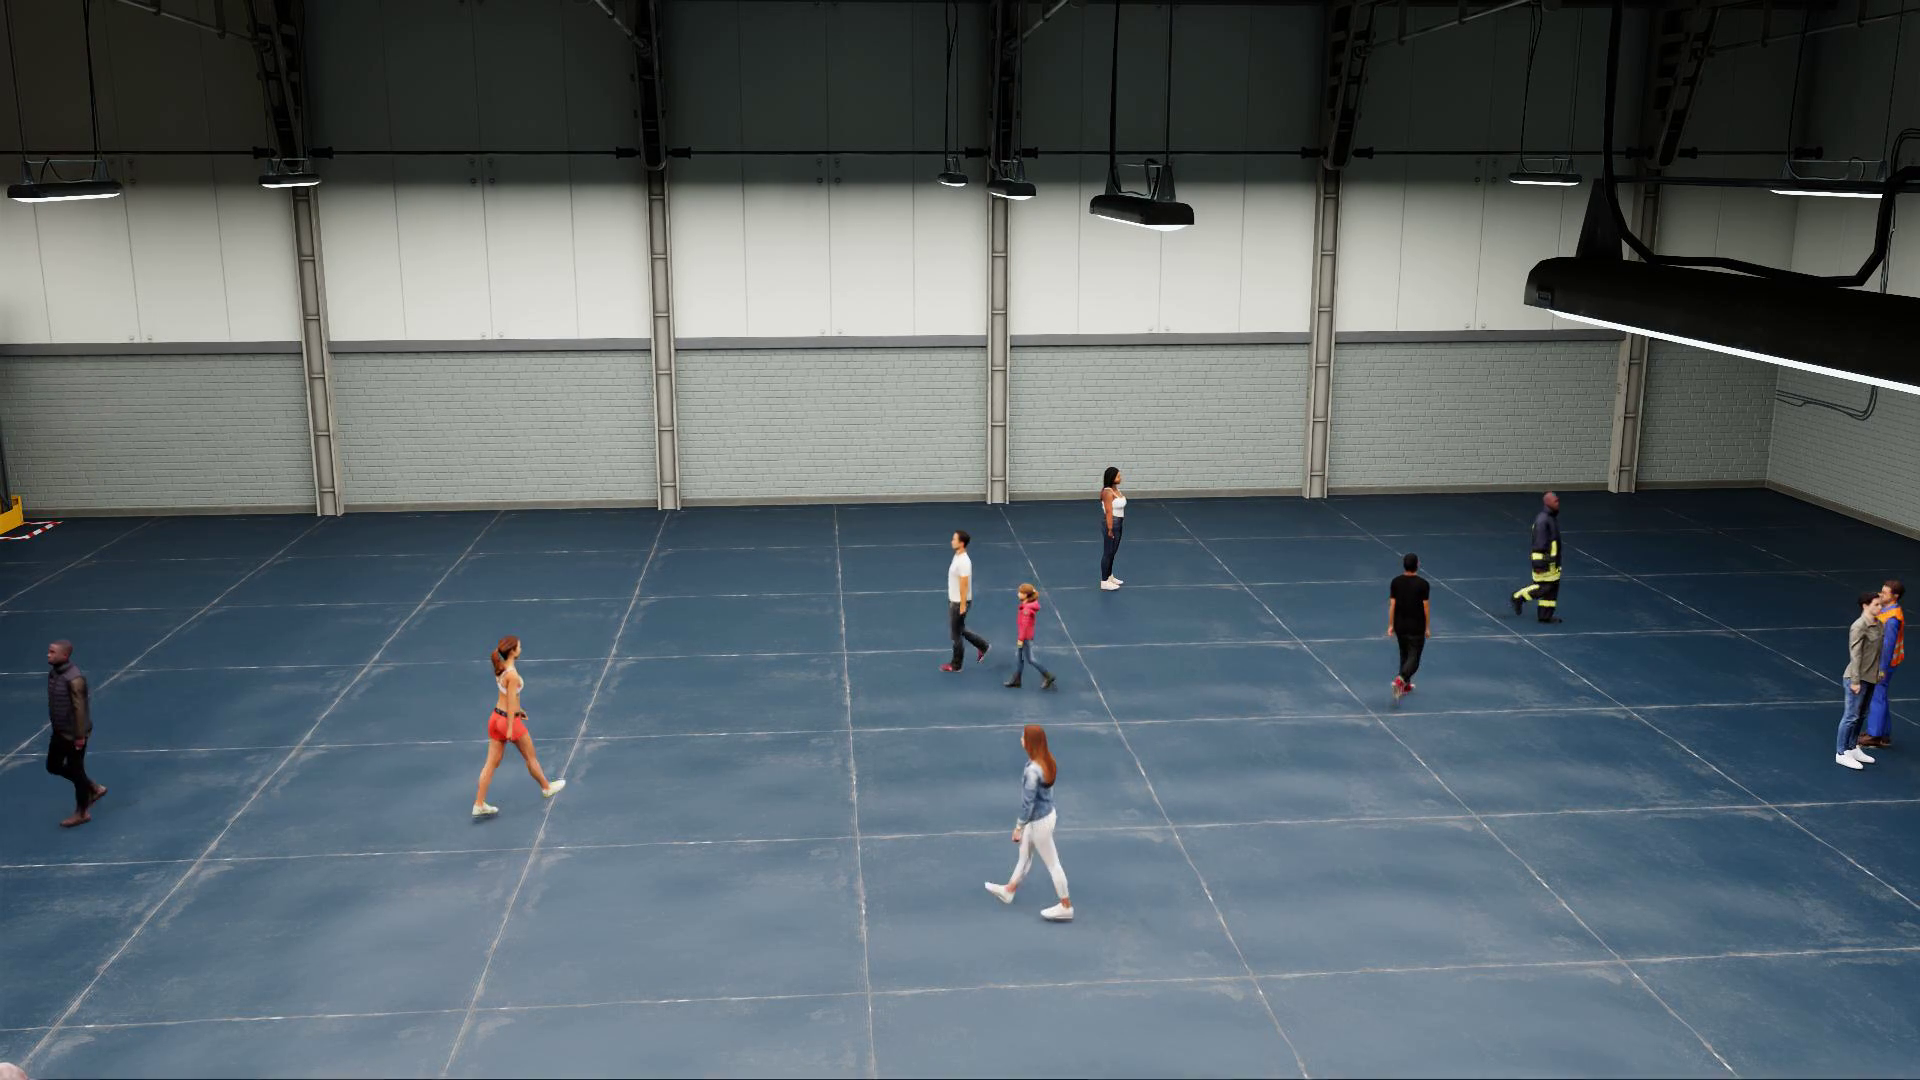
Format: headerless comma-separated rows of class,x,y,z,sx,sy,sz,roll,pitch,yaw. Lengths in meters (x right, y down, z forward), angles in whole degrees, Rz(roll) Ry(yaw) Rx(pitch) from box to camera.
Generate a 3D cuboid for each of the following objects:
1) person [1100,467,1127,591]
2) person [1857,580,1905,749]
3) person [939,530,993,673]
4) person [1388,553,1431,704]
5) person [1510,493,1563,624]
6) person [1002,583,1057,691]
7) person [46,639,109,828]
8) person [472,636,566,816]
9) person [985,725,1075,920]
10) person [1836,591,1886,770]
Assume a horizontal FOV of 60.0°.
person,2.224,-0.188,24.555,0.722,1.810,0.722,4,14,16
person,9.926,1.329,17.891,0.846,1.861,0.838,8,15,31
person,0.081,0.751,20.526,0.868,1.796,0.635,-1,13,-5
person,5.221,1.041,19.407,1.029,1.737,1.104,11,17,40
person,7.916,0.239,22.707,1.126,1.811,1.063,10,16,37
person,0.852,1.168,19.831,0.868,1.299,0.537,0,13,0
person,-8.417,1.809,15.889,0.887,1.828,0.951,10,16,37
person,-4.448,1.828,16.016,1.220,1.734,1.087,-12,18,-43
person,0.761,2.372,13.825,1.114,1.663,0.855,3,13,15
person,9.429,1.437,17.412,0.736,1.865,0.853,-10,17,-38
